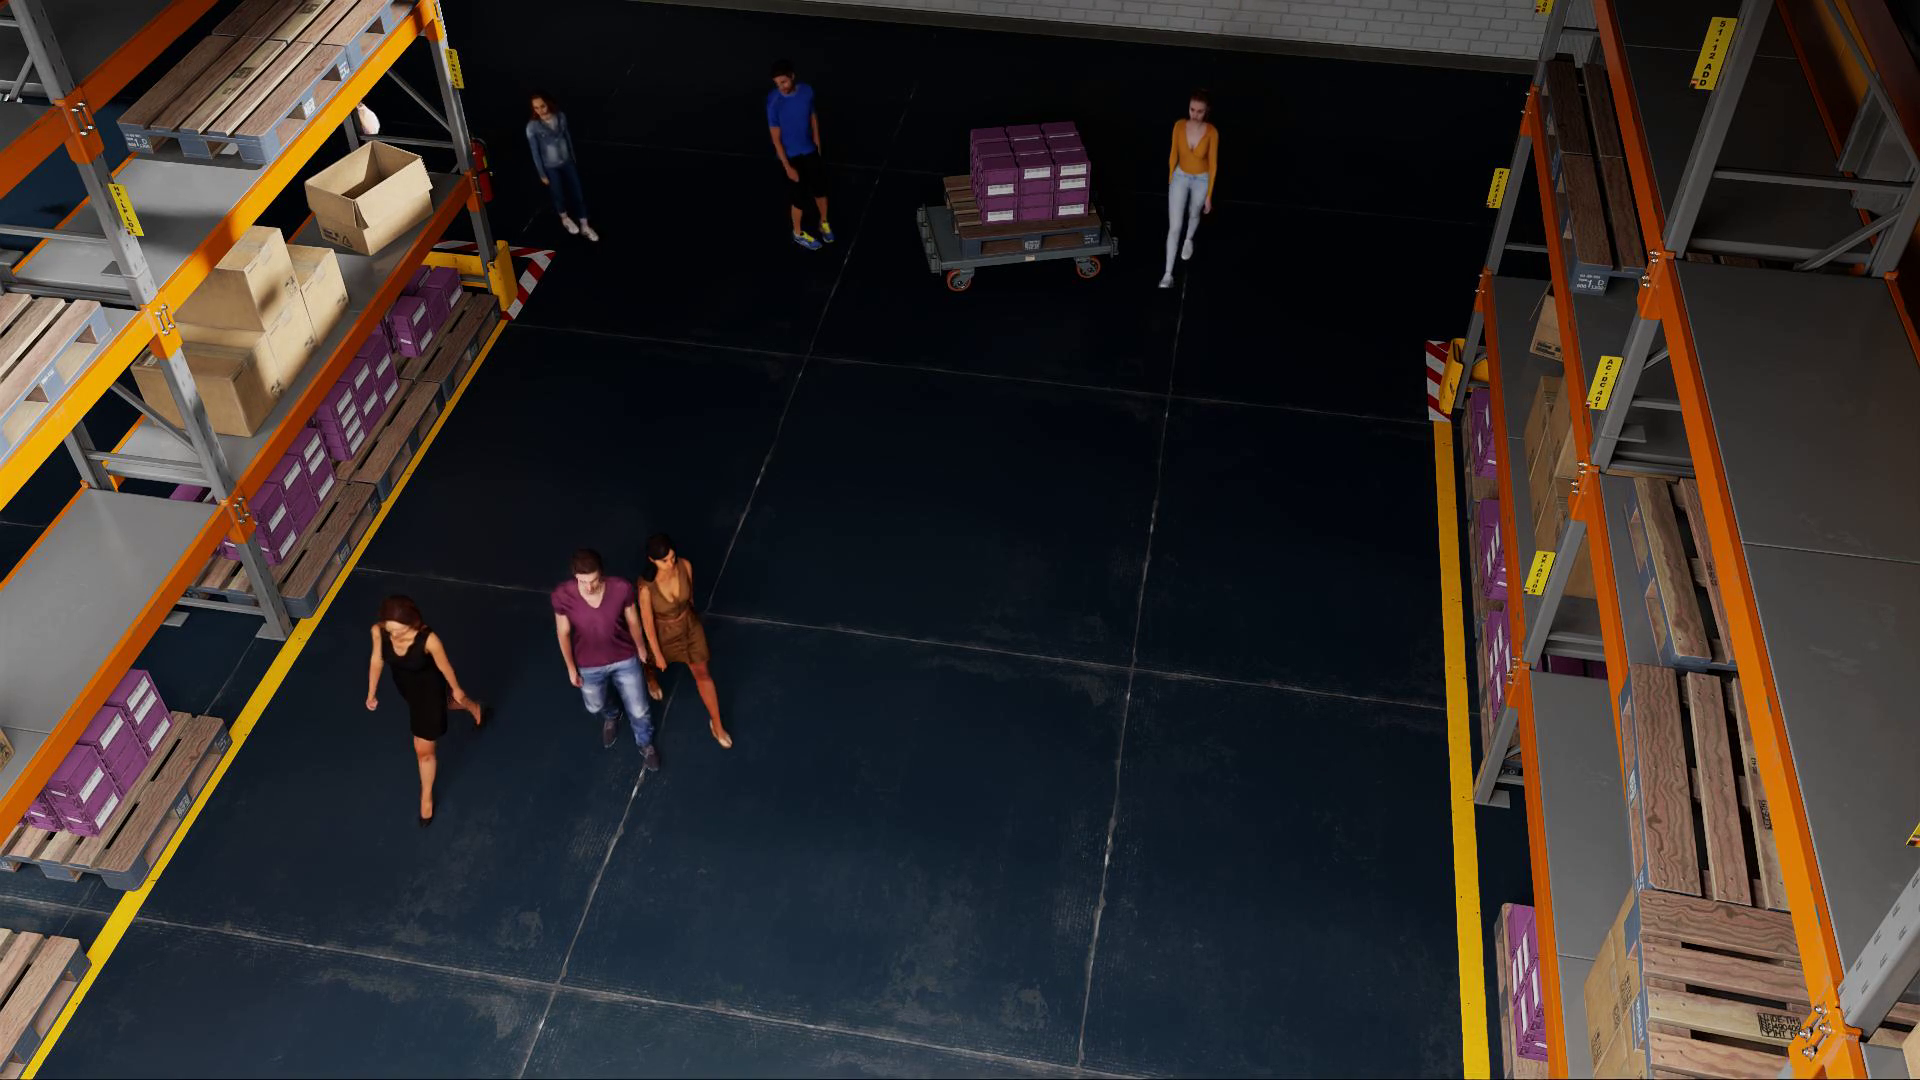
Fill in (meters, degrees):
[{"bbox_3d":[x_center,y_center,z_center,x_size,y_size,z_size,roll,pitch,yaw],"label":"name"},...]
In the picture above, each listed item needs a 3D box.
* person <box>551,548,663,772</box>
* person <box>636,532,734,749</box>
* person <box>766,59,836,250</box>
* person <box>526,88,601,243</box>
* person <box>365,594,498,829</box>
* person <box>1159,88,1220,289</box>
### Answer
[{"bbox_3d":[-2.179,0.638,10.181,0.777,1.847,0.874,-8,44,-8],"label":"person"},{"bbox_3d":[-1.864,0.548,10.425,1.058,1.640,1.053,-31,52,-28],"label":"person"},{"bbox_3d":[-1.458,-3.329,14.362,0.835,1.822,0.893,-34,53,-31],"label":"person"},{"bbox_3d":[-3.588,-3.340,14.634,0.808,1.463,0.858,-32,52,-29],"label":"person"},{"bbox_3d":[-3.172,0.865,9.991,0.774,1.780,1.155,15,46,16],"label":"person"},{"bbox_3d":[1.991,-3.044,14.161,0.667,1.688,1.179,11,45,11],"label":"person"}]
